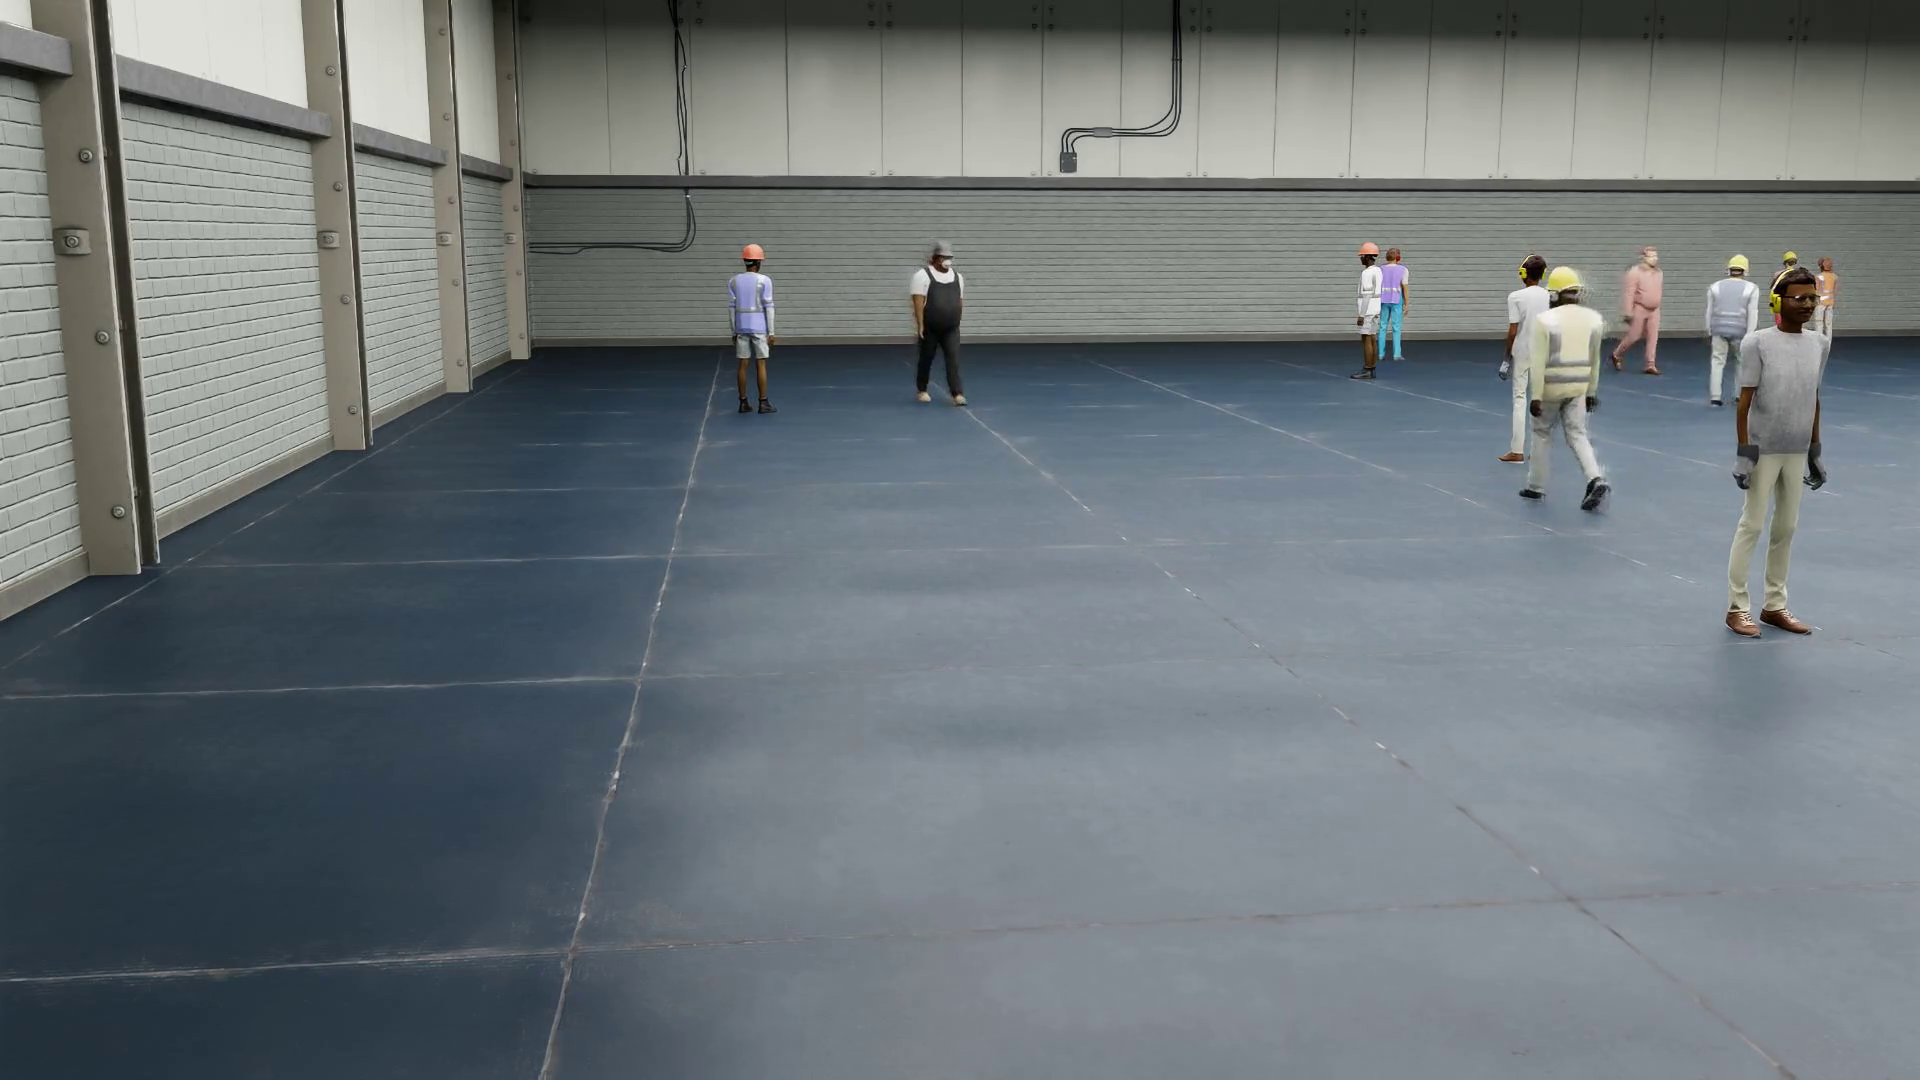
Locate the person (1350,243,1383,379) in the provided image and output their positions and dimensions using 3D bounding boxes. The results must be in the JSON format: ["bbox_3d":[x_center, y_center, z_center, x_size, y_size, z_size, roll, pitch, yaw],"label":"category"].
[{"bbox_3d":[5.806,-3.258,23.714,0.354,1.939,0.545,6,12,30],"label":"person"}]

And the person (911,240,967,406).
[{"bbox_3d":[-0.258,-2.660,20.153,0.686,2.000,1.008,-4,11,-22],"label":"person"}]

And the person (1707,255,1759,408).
[{"bbox_3d":[9.214,-2.479,19.824,0.609,1.800,0.822,8,13,39],"label":"person"}]

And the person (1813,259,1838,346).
[{"bbox_3d":[15.306,-4.163,29.500,0.523,1.636,0.310,-4,11,-19],"label":"person"}]

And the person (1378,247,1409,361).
[{"bbox_3d":[7.046,-3.847,27.184,0.565,1.850,0.390,7,12,33],"label":"person"}]

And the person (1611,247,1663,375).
[{"bbox_3d":[10.111,-3.406,24.708,0.650,1.881,0.809,-3,11,-18],"label":"person"}]

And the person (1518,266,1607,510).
[{"bbox_3d":[4.540,-1.132,12.431,0.606,1.811,0.825,-3,11,-14],"label":"person"}]

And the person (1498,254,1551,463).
[{"bbox_3d":[5.086,-1.617,14.901,0.519,1.873,0.328,-2,11,-12],"label":"person"}]

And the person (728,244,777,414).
[{"bbox_3d":[-2.377,-2.420,19.121,0.548,1.937,0.379,4,11,20],"label":"person"}]

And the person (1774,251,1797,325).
[{"bbox_3d":[14.363,-4.116,28.883,0.522,1.771,0.306,1,10,7],"label":"person"}]

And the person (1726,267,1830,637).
[{"bbox_3d":[4.172,-0.440,8.453,0.513,1.872,0.328,-3,11,-14],"label":"person"}]
